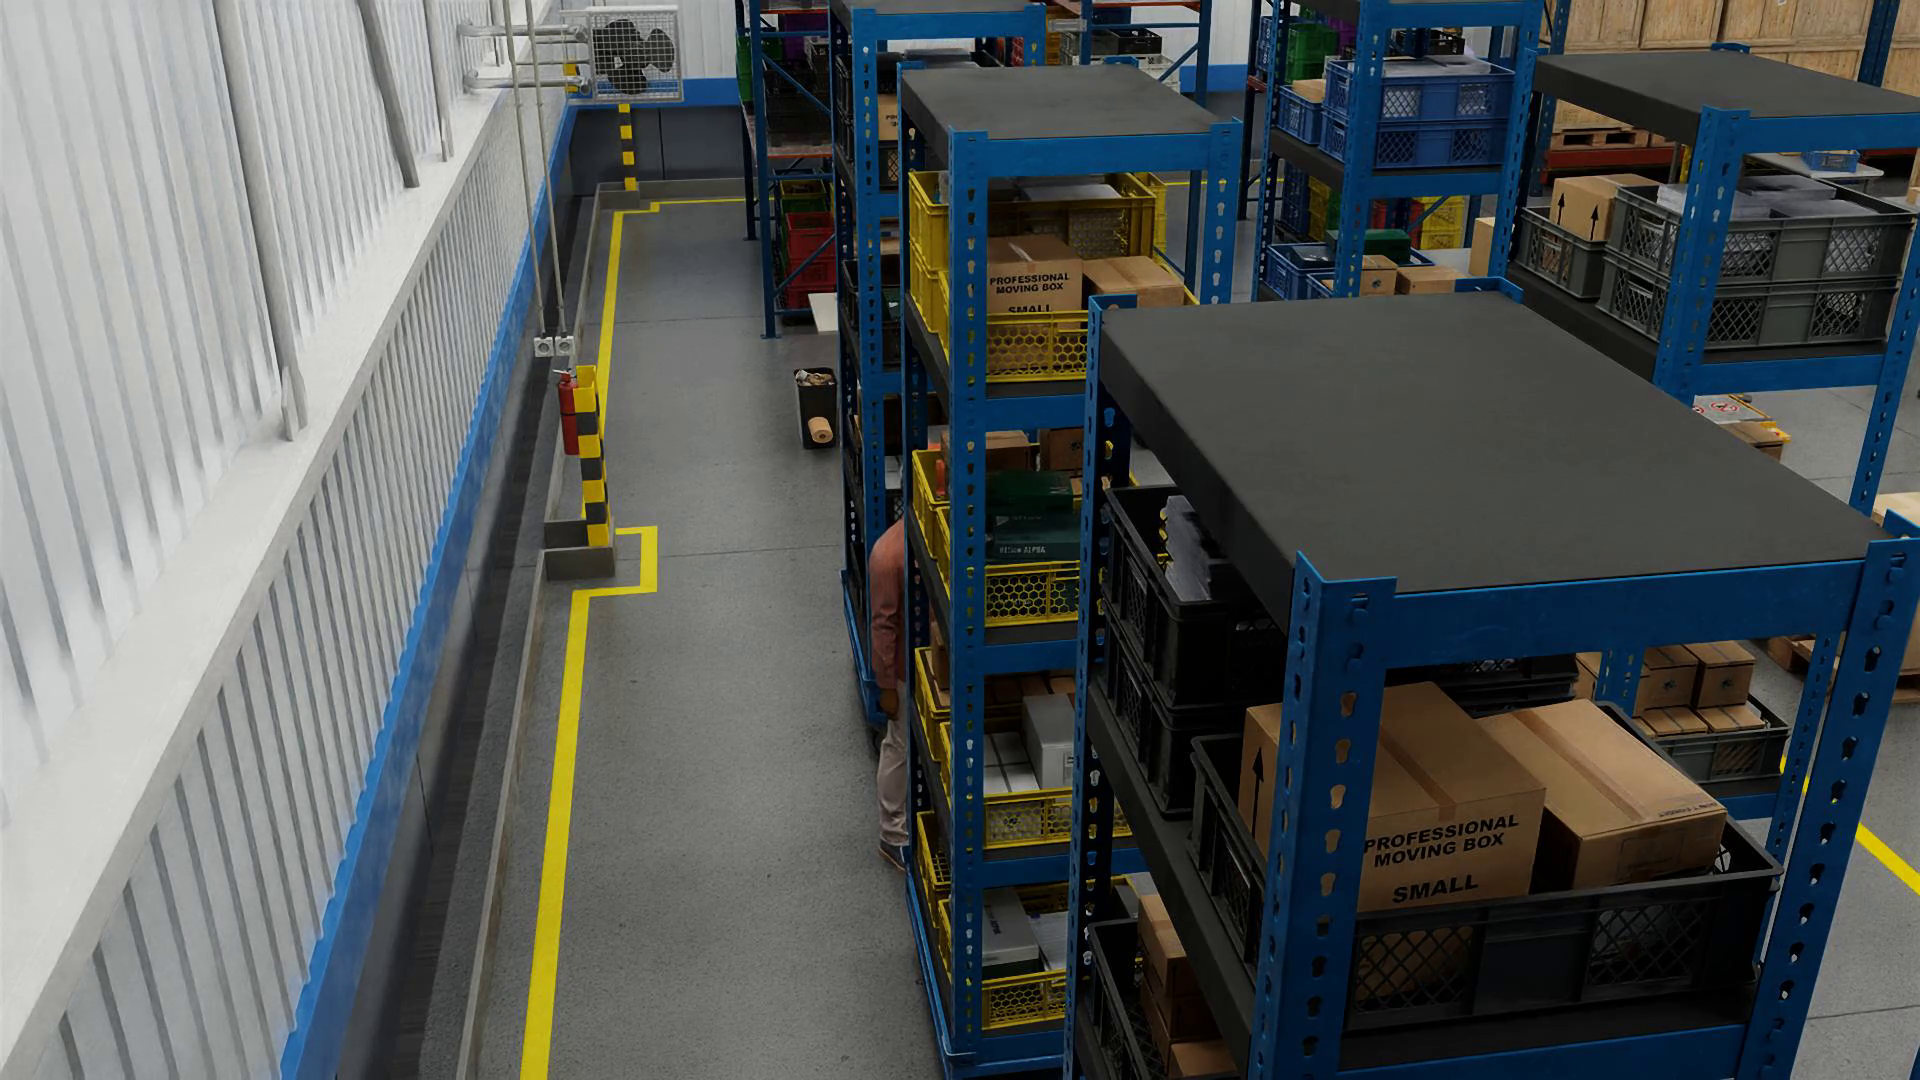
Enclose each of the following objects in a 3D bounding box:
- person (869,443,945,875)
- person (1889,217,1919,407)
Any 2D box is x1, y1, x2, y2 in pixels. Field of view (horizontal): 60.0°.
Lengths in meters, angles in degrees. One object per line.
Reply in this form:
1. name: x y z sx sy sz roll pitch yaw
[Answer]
1. person: -0.127 0.511 7.125 0.416 1.986 0.617 19 31 35
2. person: 7.371 -1.869 12.495 0.590 1.820 0.403 5 25 11
